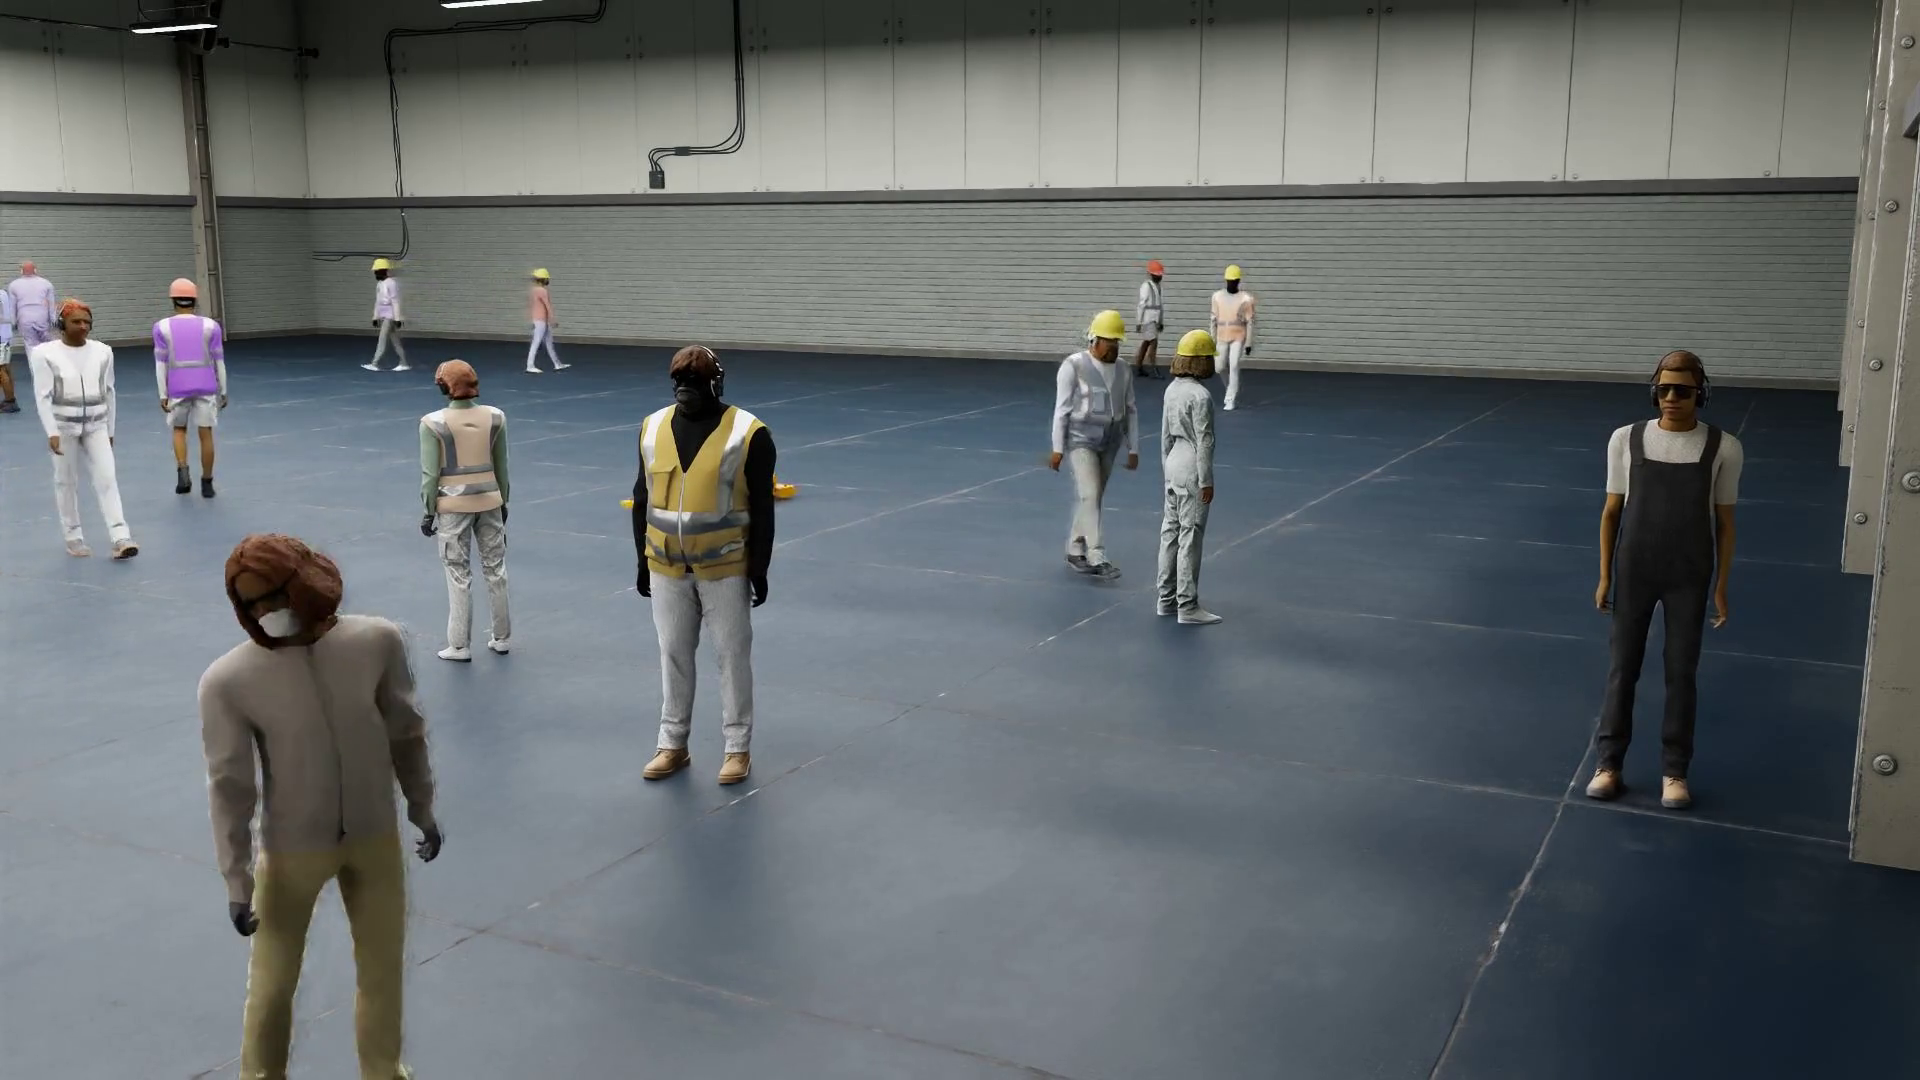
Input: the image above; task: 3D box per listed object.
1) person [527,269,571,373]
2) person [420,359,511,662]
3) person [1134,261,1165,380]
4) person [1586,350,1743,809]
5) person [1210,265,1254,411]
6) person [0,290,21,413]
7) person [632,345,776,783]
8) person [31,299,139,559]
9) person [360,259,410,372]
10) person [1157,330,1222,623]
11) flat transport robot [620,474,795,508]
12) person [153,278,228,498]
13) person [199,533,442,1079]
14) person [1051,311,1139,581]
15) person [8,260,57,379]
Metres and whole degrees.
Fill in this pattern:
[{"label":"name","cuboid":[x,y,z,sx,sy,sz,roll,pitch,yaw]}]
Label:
[{"label":"person","cuboid":[-6.929,-3.668,27.902,0.876,1.731,0.542,-6,12,-28]},{"label":"person","cuboid":[-2.664,-0.157,8.994,0.513,1.640,0.309,-10,14,-43]},{"label":"person","cuboid":[3.071,-3.517,26.677,0.688,1.886,0.610,7,12,32]},{"label":"person","cuboid":[2.835,0.160,6.702,0.506,1.847,0.350,5,12,27]},{"label":"person","cuboid":[3.578,-2.665,21.918,0.624,1.911,0.550,6,12,30]},{"label":"person","cuboid":[-12.456,-2.597,21.525,0.454,1.932,0.557,-3,11,-15]},{"label":"person","cuboid":[-1.089,0.108,6.997,0.621,1.845,0.429,2,11,13]},{"label":"person","cuboid":[-6.156,-0.755,11.700,0.957,1.836,0.572,10,14,44]},{"label":"person","cuboid":[-9.731,-3.761,27.976,0.941,1.881,0.611,-8,13,-36]},{"label":"person","cuboid":[1.383,-0.378,9.918,0.314,1.743,0.493,-4,11,-20]},{"label":"flat transport robot","cuboid":[-2.132,-0.421,14.171,0.652,0.197,1.431,8,13,37]},{"label":"person","cuboid":[-6.737,-1.323,14.601,0.566,1.922,0.464,-4,11,-23]},{"label":"person","cuboid":[-1.597,0.757,4.105,0.600,1.602,0.431,-10,14,-42]},{"label":"person","cuboid":[0.973,-0.623,11.119,0.603,1.788,0.852,-7,12,-33]},{"label":"person","cuboid":[-14.800,-3.509,26.574,0.668,1.888,0.498,-5,11,-25]}]
